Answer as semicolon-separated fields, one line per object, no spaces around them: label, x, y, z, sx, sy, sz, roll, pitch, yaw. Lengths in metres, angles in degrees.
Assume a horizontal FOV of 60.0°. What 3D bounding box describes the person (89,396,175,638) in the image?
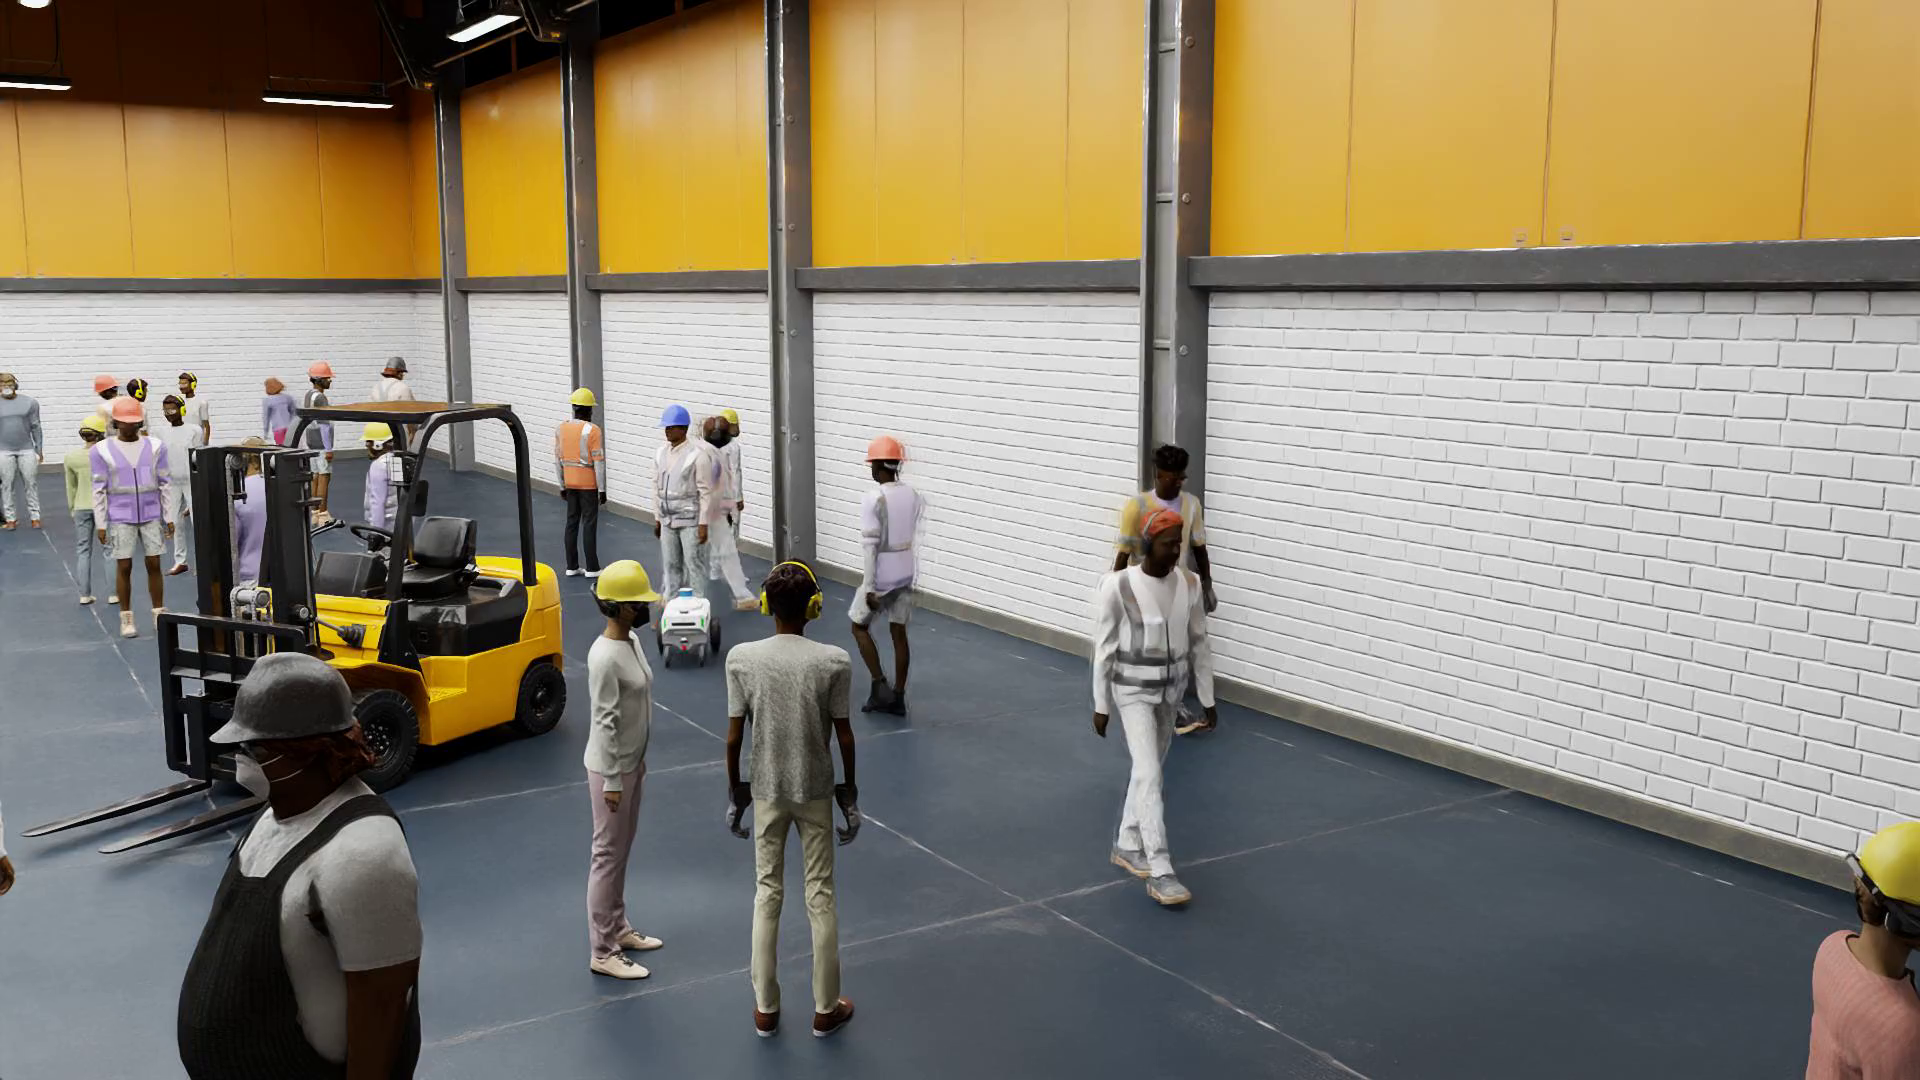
person;-6.907;-0.190;13.929;0.611;2.032;0.411;-7;11;-38

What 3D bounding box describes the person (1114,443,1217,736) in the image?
person;1.368;0.309;11.023;0.698;1.890;1.038;-5;10;-33

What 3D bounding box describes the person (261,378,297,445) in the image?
person;-10.307;-1.652;25.244;0.443;1.588;0.534;6;10;35

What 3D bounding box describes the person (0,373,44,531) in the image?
person;-11.504;-1.072;20.225;0.641;1.927;0.385;-5;10;-32

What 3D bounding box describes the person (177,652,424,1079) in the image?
person;-1.593;1.272;4.033;0.537;2.000;0.683;-7;11;-38

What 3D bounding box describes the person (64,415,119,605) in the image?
person;-7.995;-0.275;15.412;0.516;1.758;0.336;0;8;-2

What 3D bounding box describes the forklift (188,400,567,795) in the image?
forklift;-3.529;0.258;10.348;1.214;2.155;2.313;4;9;25

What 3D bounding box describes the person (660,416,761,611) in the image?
person;-2.272;-0.232;15.038;0.968;1.794;0.631;-2;9;-14

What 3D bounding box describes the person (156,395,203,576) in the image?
person;-7.931;-0.555;16.962;0.512;1.861;0.325;1;8;4

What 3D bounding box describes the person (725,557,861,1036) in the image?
person;-0.648;0.998;6.453;0.533;1.870;0.315;0;8;3

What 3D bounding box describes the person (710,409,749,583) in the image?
person;-2.318;-0.444;16.637;0.322;1.736;0.490;-7;11;-40

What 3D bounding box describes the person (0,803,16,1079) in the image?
person;-3.503;1.080;5.671;0.362;1.938;0.545;4;9;27

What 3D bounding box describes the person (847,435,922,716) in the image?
person;-0.503;0.248;11.333;0.547;1.915;0.433;-8;12;-43

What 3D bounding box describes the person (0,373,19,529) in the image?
person;-11.877;-1.123;20.429;0.370;1.963;0.608;-1;8;-7

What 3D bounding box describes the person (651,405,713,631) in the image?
person;-2.360;-0.172;14.070;0.605;1.949;0.402;6;10;34

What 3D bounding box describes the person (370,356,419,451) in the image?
person;-7.645;-1.497;22.696;0.673;2.000;0.535;5;10;28

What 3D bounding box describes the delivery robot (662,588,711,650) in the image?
delivery robot;-2.149;0.622;13.079;0.477;0.478;0.707;-1;8;-5

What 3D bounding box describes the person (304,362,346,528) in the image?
person;-7.837;-1.170;20.481;0.379;2.041;0.616;-6;10;-36

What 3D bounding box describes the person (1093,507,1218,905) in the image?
person;0.987;0.781;7.960;0.596;1.848;0.874;-5;10;-29

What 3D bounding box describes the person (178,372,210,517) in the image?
person;-9.867;-1.215;21.369;0.515;1.872;0.328;3;9;18

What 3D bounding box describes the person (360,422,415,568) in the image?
person;-4.876;-0.123;14.202;0.417;1.820;0.610;1;8;4

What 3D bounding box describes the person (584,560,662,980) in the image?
person;-1.421;0.957;7.074;0.329;1.767;0.529;0;8;1

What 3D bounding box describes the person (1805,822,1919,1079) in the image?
person;2.020;1.466;3.686;0.344;1.756;0.532;2;9;12

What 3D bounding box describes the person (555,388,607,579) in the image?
person;-3.813;-0.572;16.841;0.594;1.925;0.379;5;10;29
